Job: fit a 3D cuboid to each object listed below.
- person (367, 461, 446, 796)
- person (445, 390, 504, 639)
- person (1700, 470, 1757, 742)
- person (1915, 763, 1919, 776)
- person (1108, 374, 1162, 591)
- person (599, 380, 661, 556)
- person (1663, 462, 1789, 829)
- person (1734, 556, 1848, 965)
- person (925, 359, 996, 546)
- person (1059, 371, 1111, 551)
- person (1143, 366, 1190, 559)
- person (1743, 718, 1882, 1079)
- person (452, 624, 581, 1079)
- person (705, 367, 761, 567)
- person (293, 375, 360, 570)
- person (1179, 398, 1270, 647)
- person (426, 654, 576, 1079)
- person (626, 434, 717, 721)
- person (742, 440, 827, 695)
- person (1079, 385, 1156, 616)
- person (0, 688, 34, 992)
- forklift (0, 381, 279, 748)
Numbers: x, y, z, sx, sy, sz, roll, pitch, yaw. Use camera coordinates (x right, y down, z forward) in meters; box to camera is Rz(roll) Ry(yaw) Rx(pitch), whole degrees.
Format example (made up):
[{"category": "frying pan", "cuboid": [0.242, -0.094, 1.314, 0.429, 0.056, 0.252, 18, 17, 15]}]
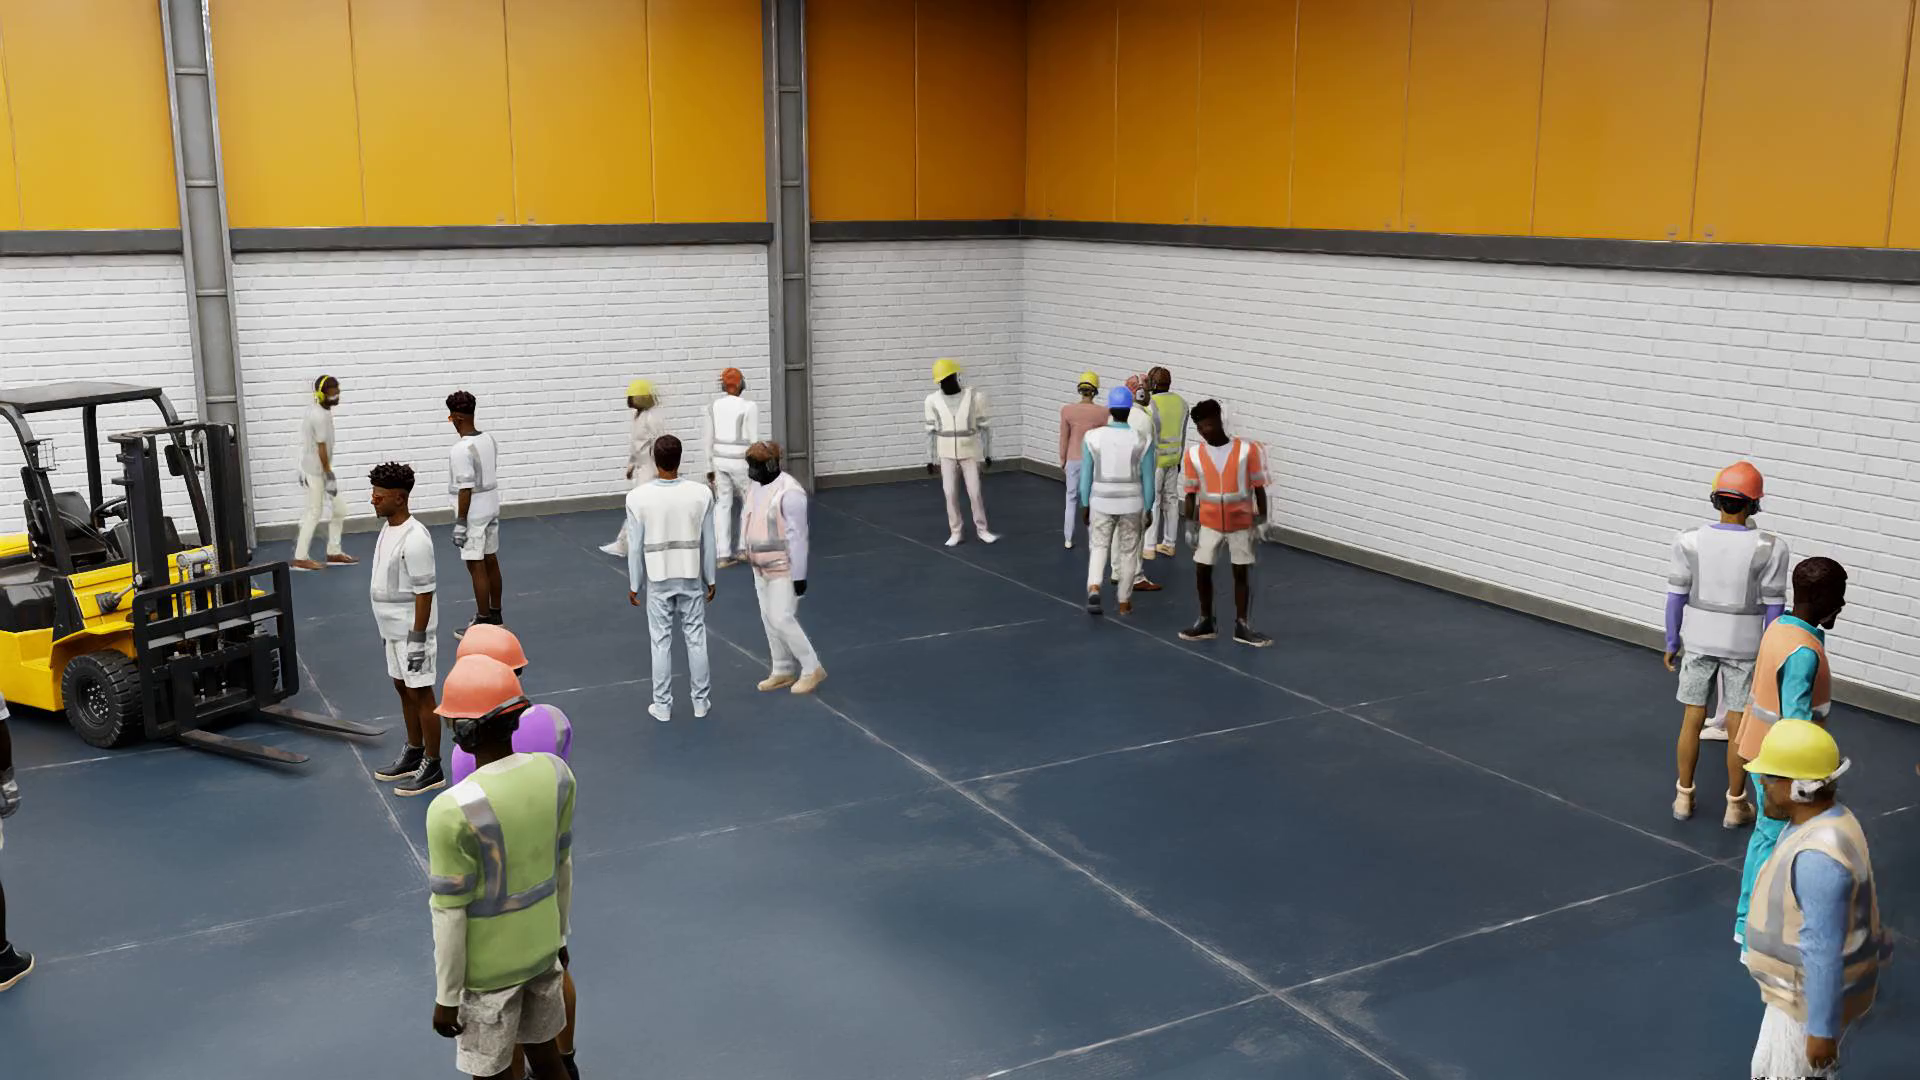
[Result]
[{"category": "person", "cuboid": [-3.257, 0.508, 9.755, 0.367, 1.966, 0.606, -9, 15, -36]}, {"category": "person", "cuboid": [-3.821, -0.198, 13.077, 0.372, 1.961, 0.601, 2, 12, 8]}, {"category": "person", "cuboid": [4.902, 0.420, 10.663, 0.337, 1.760, 0.526, 10, 16, 40]}, {"category": "person", "cuboid": [6.002, 0.509, 9.792, 0.602, 1.948, 0.387, 0, 12, 2]}, {"category": "person", "cuboid": [1.551, -0.510, 14.667, 0.400, 1.910, 0.643, -5, 13, -20]}, {"category": "person", "cuboid": [-3.060, -0.700, 16.043, 0.925, 1.690, 0.501, -7, 14, -29]}, {"category": "person", "cuboid": [4.236, 0.579, 9.239, 0.608, 2.045, 0.391, 9, 15, 36]}, {"category": "person", "cuboid": [3.745, 1.005, 7.569, 0.401, 1.908, 0.598, 4, 13, 19]}, {"category": "person", "cuboid": [-0.021, -0.852, 16.339, 0.644, 1.877, 0.496, 1, 12, 4]}, {"category": "person", "cuboid": [1.230, -0.771, 16.249, 0.532, 1.758, 0.344, 4, 13, 16]}, {"category": "person", "cuboid": [1.880, -0.736, 15.885, 0.624, 1.844, 0.429, -9, 15, -36]}, {"category": "person", "cuboid": [2.904, 1.490, 5.537, 0.655, 1.805, 0.623, 6, 13, 25]}, {"category": "person", "cuboid": [-1.716, 1.258, 6.337, 0.388, 1.929, 0.544, 7, 14, 31]}, {"category": "person", "cuboid": [-2.113, -0.689, 15.630, 0.605, 1.854, 0.655, 6, 13, 25]}, {"category": "person", "cuboid": [-5.883, -0.611, 15.326, 0.703, 1.825, 0.533, -2, 12, -10]}, {"category": "person", "cuboid": [2.082, -0.128, 12.843, 0.731, 1.929, 0.370, 4, 13, 17]}, {"category": "person", "cuboid": [-1.534, 1.374, 5.557, 0.404, 2.036, 0.601, 6, 13, 26]}, {"category": "person", "cuboid": [-1.906, 0.256, 11.047, 0.587, 1.920, 0.392, -4, 13, -17]}, {"category": "person", "cuboid": [-1.244, 0.195, 11.597, 0.518, 1.813, 0.639, -9, 15, -38]}, {"category": "person", "cuboid": [1.283, -0.292, 13.585, 0.621, 1.930, 0.626, 3, 12, 14]}, {"category": "person", "cuboid": [-4.433, 1.044, 7.242, 0.606, 1.966, 0.367, -3, 12, -15]}, {"category": "forklift", "cuboid": [-5.853, 0.085, 11.199, 2.313, 2.155, 1.214, 7, 14, 28]}]
